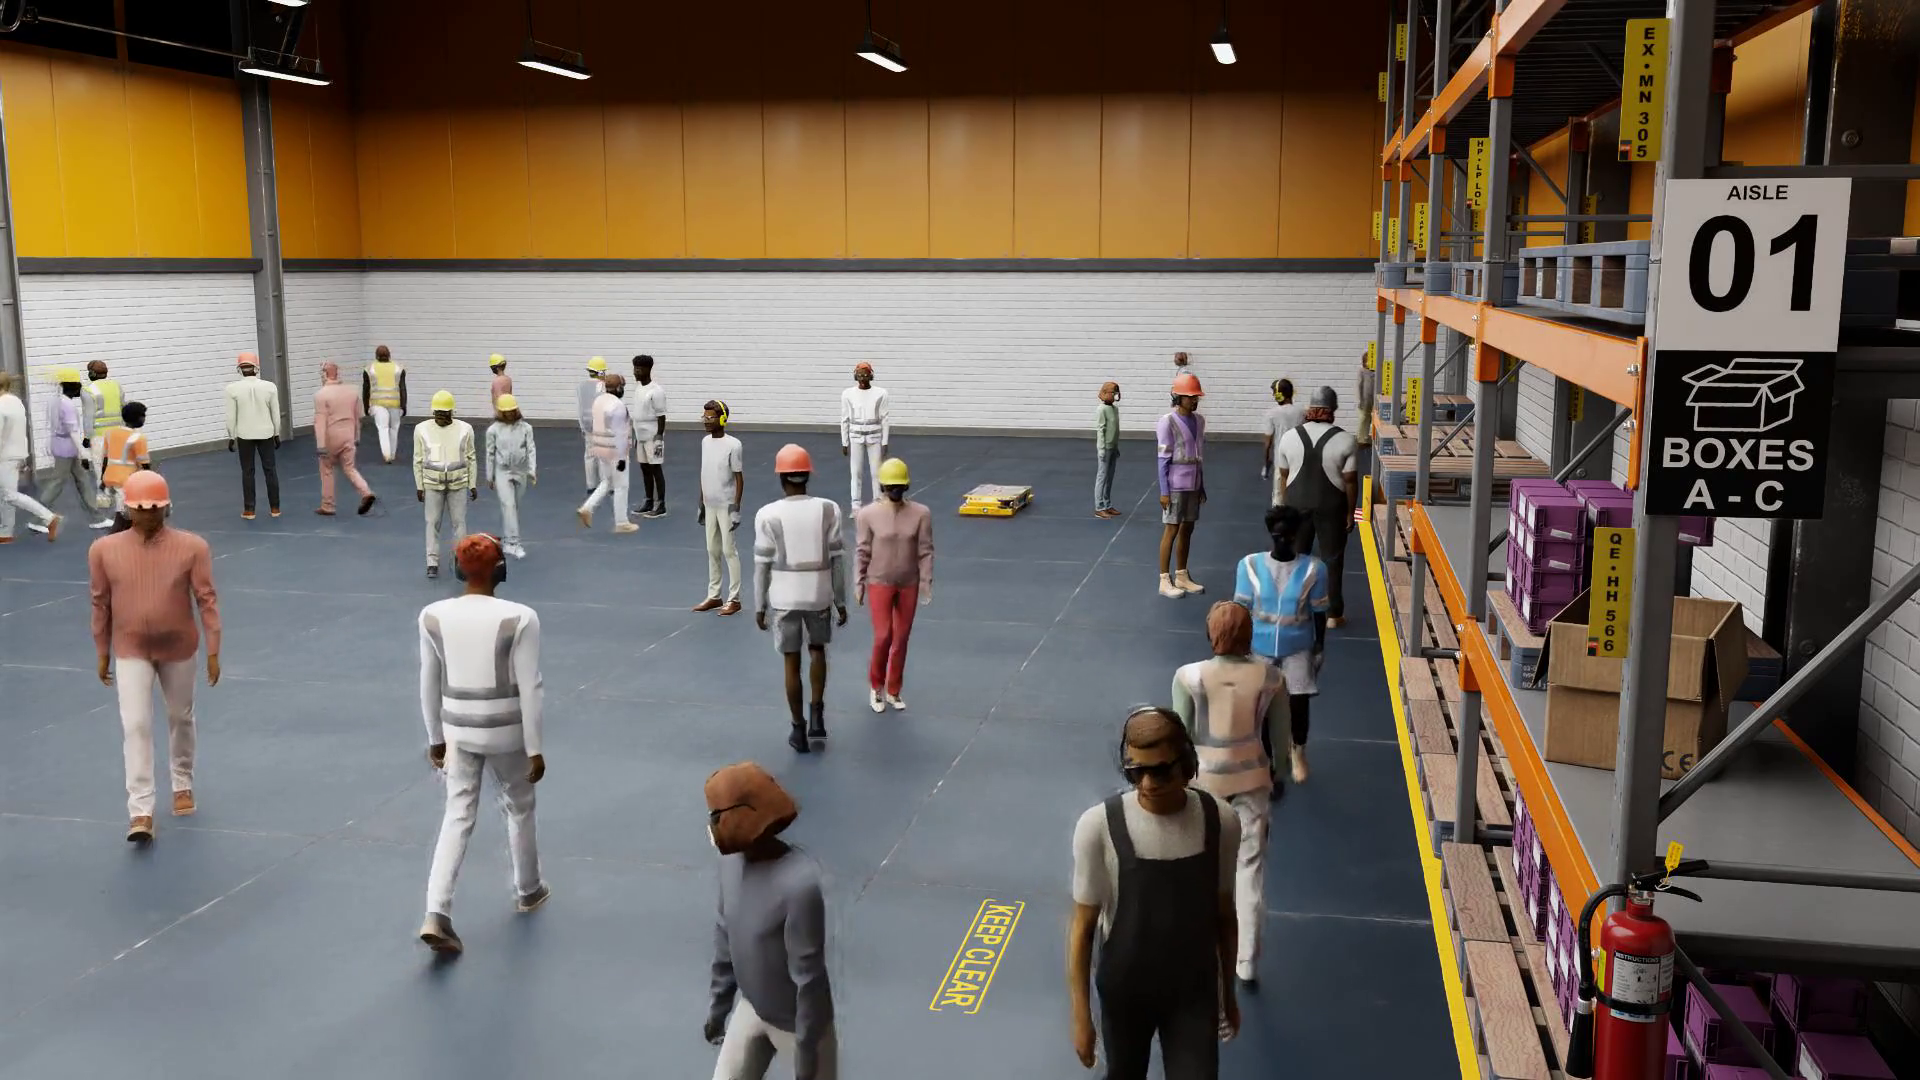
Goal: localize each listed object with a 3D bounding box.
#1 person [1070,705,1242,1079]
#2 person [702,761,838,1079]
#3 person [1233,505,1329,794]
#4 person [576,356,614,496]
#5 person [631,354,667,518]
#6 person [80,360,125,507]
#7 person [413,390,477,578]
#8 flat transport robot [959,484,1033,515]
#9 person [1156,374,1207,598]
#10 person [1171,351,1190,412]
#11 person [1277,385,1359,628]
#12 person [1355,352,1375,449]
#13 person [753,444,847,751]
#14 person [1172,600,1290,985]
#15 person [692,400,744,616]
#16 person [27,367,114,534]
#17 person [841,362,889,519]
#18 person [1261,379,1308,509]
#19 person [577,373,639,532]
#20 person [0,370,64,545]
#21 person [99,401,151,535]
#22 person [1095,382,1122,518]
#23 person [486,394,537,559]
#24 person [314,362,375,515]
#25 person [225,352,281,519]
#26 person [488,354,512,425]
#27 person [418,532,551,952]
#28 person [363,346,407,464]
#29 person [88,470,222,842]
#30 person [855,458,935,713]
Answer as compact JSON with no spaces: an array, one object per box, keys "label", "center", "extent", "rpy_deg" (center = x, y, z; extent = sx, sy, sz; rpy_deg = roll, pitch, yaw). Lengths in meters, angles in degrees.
[{"label":"person","center":[0.583,1.335,4.947],"extent":[0.549,1.794,0.988],"rpy_deg":[-1,10,-9]},{"label":"person","center":[-0.571,1.435,4.908],"extent":[0.524,1.595,0.508],"rpy_deg":[-9,13,-42]},{"label":"person","center":[1.822,0.627,9.502],"extent":[0.542,1.687,0.363],"rpy_deg":[3,10,15]},{"label":"person","center":[-4.729,-1.483,21.770],"extent":[0.588,1.835,0.404],"rpy_deg":[6,11,33]},{"label":"person","center":[-3.744,-1.249,19.960],"extent":[0.362,1.963,0.614],"rpy_deg":[-7,12,-38]},{"label":"person","center":[-10.755,-1.334,20.851],"extent":[0.429,1.844,0.626],"rpy_deg":[3,10,15]},{"label":"person","center":[-4.994,-0.545,16.160],"extent":[0.587,1.821,0.404],"rpy_deg":[-3,10,-20]},{"label":"flat transport robot","center":[0.461,-0.508,20.597],"extent":[0.652,0.197,1.431],"rpy_deg":[2,10,12]},{"label":"person","center":[2.057,-0.496,15.194],"extent":[0.382,2.041,0.616],"rpy_deg":[9,13,44]},{"label":"person","center":[3.591,-2.232,26.912],"extent":[0.388,1.630,0.519],"rpy_deg":[0,9,2]},{"label":"person","center":[3.031,-0.297,14.003],"extent":[0.682,2.000,0.535],"rpy_deg":[5,11,28]},{"label":"person","center":[6.689,-2.286,27.312],"extent":[0.559,1.601,0.393],"rpy_deg":[-6,11,-31]},{"label":"person","center":[-1.001,0.361,10.399],"extent":[0.578,1.918,0.434],"rpy_deg":[-3,10,-16]},{"label":"person","center":[1.169,1.053,7.225],"extent":[0.543,1.588,0.876],"rpy_deg":[0,9,1]},{"label":"person","center":[-2.091,-0.279,14.404],"extent":[0.521,1.874,0.328],"rpy_deg":[8,12,39]},{"label":"person","center":[-10.105,-1.008,18.789],"extent":[0.969,1.888,0.604],"rpy_deg":[-5,11,-30]},{"label":"person","center":[-1.130,-1.180,19.809],"extent":[0.571,1.882,0.338],"rpy_deg":[0,9,0]},{"label":"person","center":[3.463,-0.787,17.615],"extent":[0.516,1.834,0.451],"rpy_deg":[-1,9,-5]},{"label":"person","center":[-3.953,-0.966,18.711],"extent":[0.589,1.818,0.636],"rpy_deg":[-8,12,-40]},{"label":"person","center":[-10.136,-0.872,17.867],"extent":[0.808,1.914,0.637],"rpy_deg":[-2,10,-11]},{"label":"person","center":[-8.382,-0.564,16.764],"extent":[0.554,1.646,0.662],"rpy_deg":[5,11,29]},{"label":"person","center":[1.786,-1.087,19.985],"extent":[0.274,1.632,0.507],"rpy_deg":[5,11,28]},{"label":"person","center":[-4.591,-0.652,17.149],"extent":[0.482,1.694,0.855],"rpy_deg":[-7,11,-35]},{"label":"person","center":[-7.452,-1.212,20.034],"extent":[0.782,1.876,0.670],"rpy_deg":[5,11,27]},{"label":"person","center":[-8.443,-1.249,19.899],"extent":[0.608,1.988,0.392],"rpy_deg":[-6,11,-32]},{"label":"person","center":[-6.547,-1.773,23.745],"extent":[0.327,1.760,0.523],"rpy_deg":[1,9,6]},{"label":"person","center":[-2.164,0.891,7.463],"extent":[0.592,1.850,0.937],"rpy_deg":[1,10,8]},{"label":"person","center":[-8.793,-2.069,25.441],"extent":[0.629,1.798,0.987],"rpy_deg":[-4,10,-22]},{"label":"person","center":[-4.269,0.606,8.857],"extent":[0.626,1.942,0.996],"rpy_deg":[-4,10,-24]},{"label":"person","center":[-0.437,0.310,11.245],"extent":[0.521,1.743,0.467],"rpy_deg":[-3,10,-17]}]
